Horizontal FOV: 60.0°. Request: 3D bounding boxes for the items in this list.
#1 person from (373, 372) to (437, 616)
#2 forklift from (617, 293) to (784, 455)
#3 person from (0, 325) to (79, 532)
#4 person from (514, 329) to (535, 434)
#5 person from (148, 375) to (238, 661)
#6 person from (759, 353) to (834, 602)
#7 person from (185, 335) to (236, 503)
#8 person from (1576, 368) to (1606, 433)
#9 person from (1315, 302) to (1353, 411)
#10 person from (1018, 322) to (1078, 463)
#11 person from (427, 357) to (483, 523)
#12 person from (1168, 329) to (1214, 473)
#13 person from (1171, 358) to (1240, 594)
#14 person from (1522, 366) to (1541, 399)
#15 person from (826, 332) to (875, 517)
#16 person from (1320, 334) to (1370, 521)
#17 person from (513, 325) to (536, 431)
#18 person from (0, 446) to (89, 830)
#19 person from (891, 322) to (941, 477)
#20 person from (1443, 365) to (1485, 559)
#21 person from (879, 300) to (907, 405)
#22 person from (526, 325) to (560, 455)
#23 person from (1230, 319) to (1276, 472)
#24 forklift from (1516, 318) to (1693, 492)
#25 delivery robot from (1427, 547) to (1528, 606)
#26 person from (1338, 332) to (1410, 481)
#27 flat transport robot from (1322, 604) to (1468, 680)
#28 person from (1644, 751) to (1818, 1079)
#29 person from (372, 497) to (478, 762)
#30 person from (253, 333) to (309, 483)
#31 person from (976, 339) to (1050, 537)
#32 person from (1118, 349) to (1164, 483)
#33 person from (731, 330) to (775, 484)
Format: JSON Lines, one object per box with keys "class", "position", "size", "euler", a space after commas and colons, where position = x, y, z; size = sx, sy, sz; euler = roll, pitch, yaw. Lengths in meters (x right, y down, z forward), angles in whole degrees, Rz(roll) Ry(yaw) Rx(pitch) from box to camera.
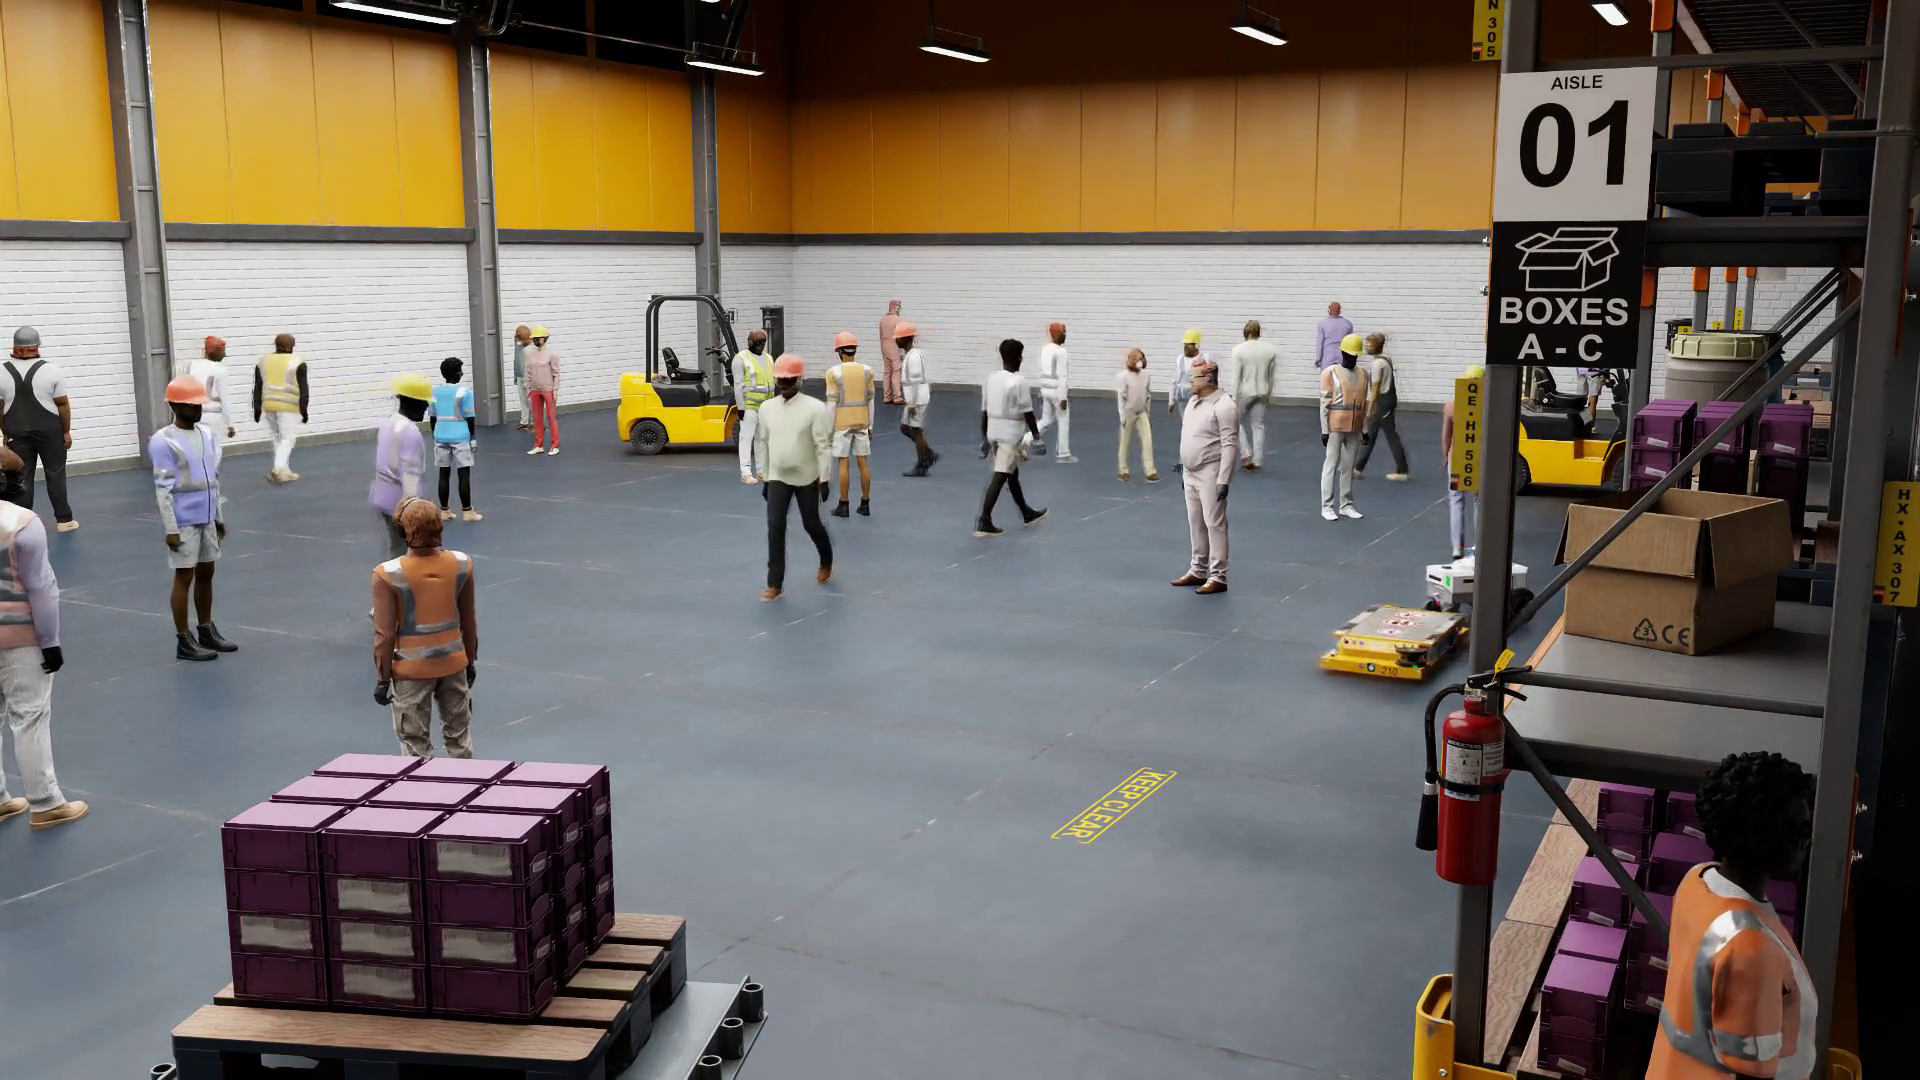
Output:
{"class": "person", "position": [-3.967, -0.256, 11.964], "size": [0.451, 1.897, 0.624], "euler": [-7, 12, -36]}
{"class": "forklift", "position": [-3.588, -2.317, 23.042], "size": [2.313, 2.155, 1.214], "euler": [-1, 10, -5]}
{"class": "person", "position": [-9.090, -1.089, 16.380], "size": [0.682, 2.000, 0.537], "euler": [-2, 10, -11]}
{"class": "person", "position": [-6.578, -2.423, 25.349], "size": [0.409, 1.604, 0.585], "euler": [-4, 10, -20]}
{"class": "person", "position": [-5.181, -0.149, 11.257], "size": [0.382, 1.934, 0.541], "euler": [2, 10, 13]}
{"class": "person", "position": [-1.314, -0.528, 13.378], "size": [0.627, 1.964, 0.939], "euler": [3, 10, 16]}
{"class": "person", "position": [-8.242, -1.306, 18.173], "size": [0.643, 1.854, 0.441], "euler": [4, 11, 21]}
{"class": "person", "position": [9.245, -2.464, 24.333], "size": [0.375, 2.044, 0.605], "euler": [-4, 10, -20]}
{"class": "person", "position": [6.457, -3.165, 28.788], "size": [0.652, 1.906, 0.403], "euler": [-1, 10, -8]}
{"class": "person", "position": [1.161, -1.901, 21.626], "size": [0.800, 1.860, 0.585], "euler": [-6, 11, -30]}
{"class": "person", "position": [-5.160, -1.014, 16.952], "size": [0.534, 1.692, 0.322], "euler": [3, 10, 18]}
{"class": "person", "position": [2.866, -1.744, 20.911], "size": [0.617, 1.788, 0.845], "euler": [10, 14, 44]}
{"class": "person", "position": [1.973, -0.520, 13.479], "size": [0.403, 1.904, 0.651], "euler": [-4, 11, -23]}
{"class": "person", "position": [7.246, -1.830, 21.313], "size": [0.404, 1.824, 0.586], "euler": [-1, 10, -7]}
{"class": "person", "position": [-1.158, -1.201, 17.347], "size": [0.543, 1.931, 0.371], "euler": [-5, 11, -27]}
{"class": "person", "position": [3.979, -1.161, 17.156], "size": [0.585, 1.917, 0.381], "euler": [-4, 11, -24]}
{"class": "person", "position": [-6.740, -2.510, 25.775], "size": [0.500, 1.636, 0.286], "euler": [7, 12, 36]}
{"class": "person", "position": [-4.551, 0.470, 7.943], "size": [0.624, 1.841, 0.430], "euler": [3, 10, 15]}
{"class": "person", "position": [-0.569, -1.715, 20.390], "size": [0.547, 1.913, 0.552], "euler": [-2, 10, -10]}
{"class": "person", "position": [4.656, -0.719, 15.141], "size": [0.528, 1.726, 0.876], "euler": [5, 11, 25]}
{"class": "person", "position": [-1.181, -3.399, 30.155], "size": [0.402, 1.905, 0.640], "euler": [-8, 12, -37]}
{"class": "person", "position": [-5.683, -2.032, 22.635], "size": [0.525, 1.769, 0.315], "euler": [4, 11, 21]}
{"class": "person", "position": [3.649, -1.805, 20.879], "size": [0.662, 1.918, 0.496], "euler": [-4, 10, -20]}
{"class": "forklift", "position": [7.066, -1.601, 18.899], "size": [2.313, 2.155, 1.214], "euler": [5, 11, 27]}
{"class": "delivery robot", "position": [3.849, 0.296, 12.389], "size": [0.707, 0.478, 0.477], "euler": [-3, 10, -14]}
{"class": "person", "position": [5.031, -1.598, 20.042], "size": [0.895, 1.789, 0.537], "euler": [3, 10, 17]}
{"class": "flat transport robot", "position": [2.979, 0.671, 11.306], "size": [0.652, 0.197, 1.431], "euler": [5, 11, 28]}
{"class": "person", "position": [1.676, 1.284, 3.638], "size": [0.318, 1.697, 0.533], "euler": [2, 10, 10]}
{"class": "person", "position": [-2.454, 0.615, 7.673], "size": [0.306, 1.640, 0.522], "euler": [9, 13, 41]}
{"class": "person", "position": [-8.104, -1.552, 19.766], "size": [0.638, 1.804, 0.737], "euler": [2, 10, 11]}
{"class": "person", "position": [0.523, -1.006, 16.267], "size": [1.015, 1.907, 0.627], "euler": [-6, 12, -32]}
{"class": "person", "position": [2.131, -1.462, 19.779], "size": [0.534, 1.600, 0.756], "euler": [-6, 11, -30]}
{"class": "person", "position": [-2.427, -1.592, 19.887], "size": [0.429, 1.837, 0.621], "euler": [8, 12, 38]}
